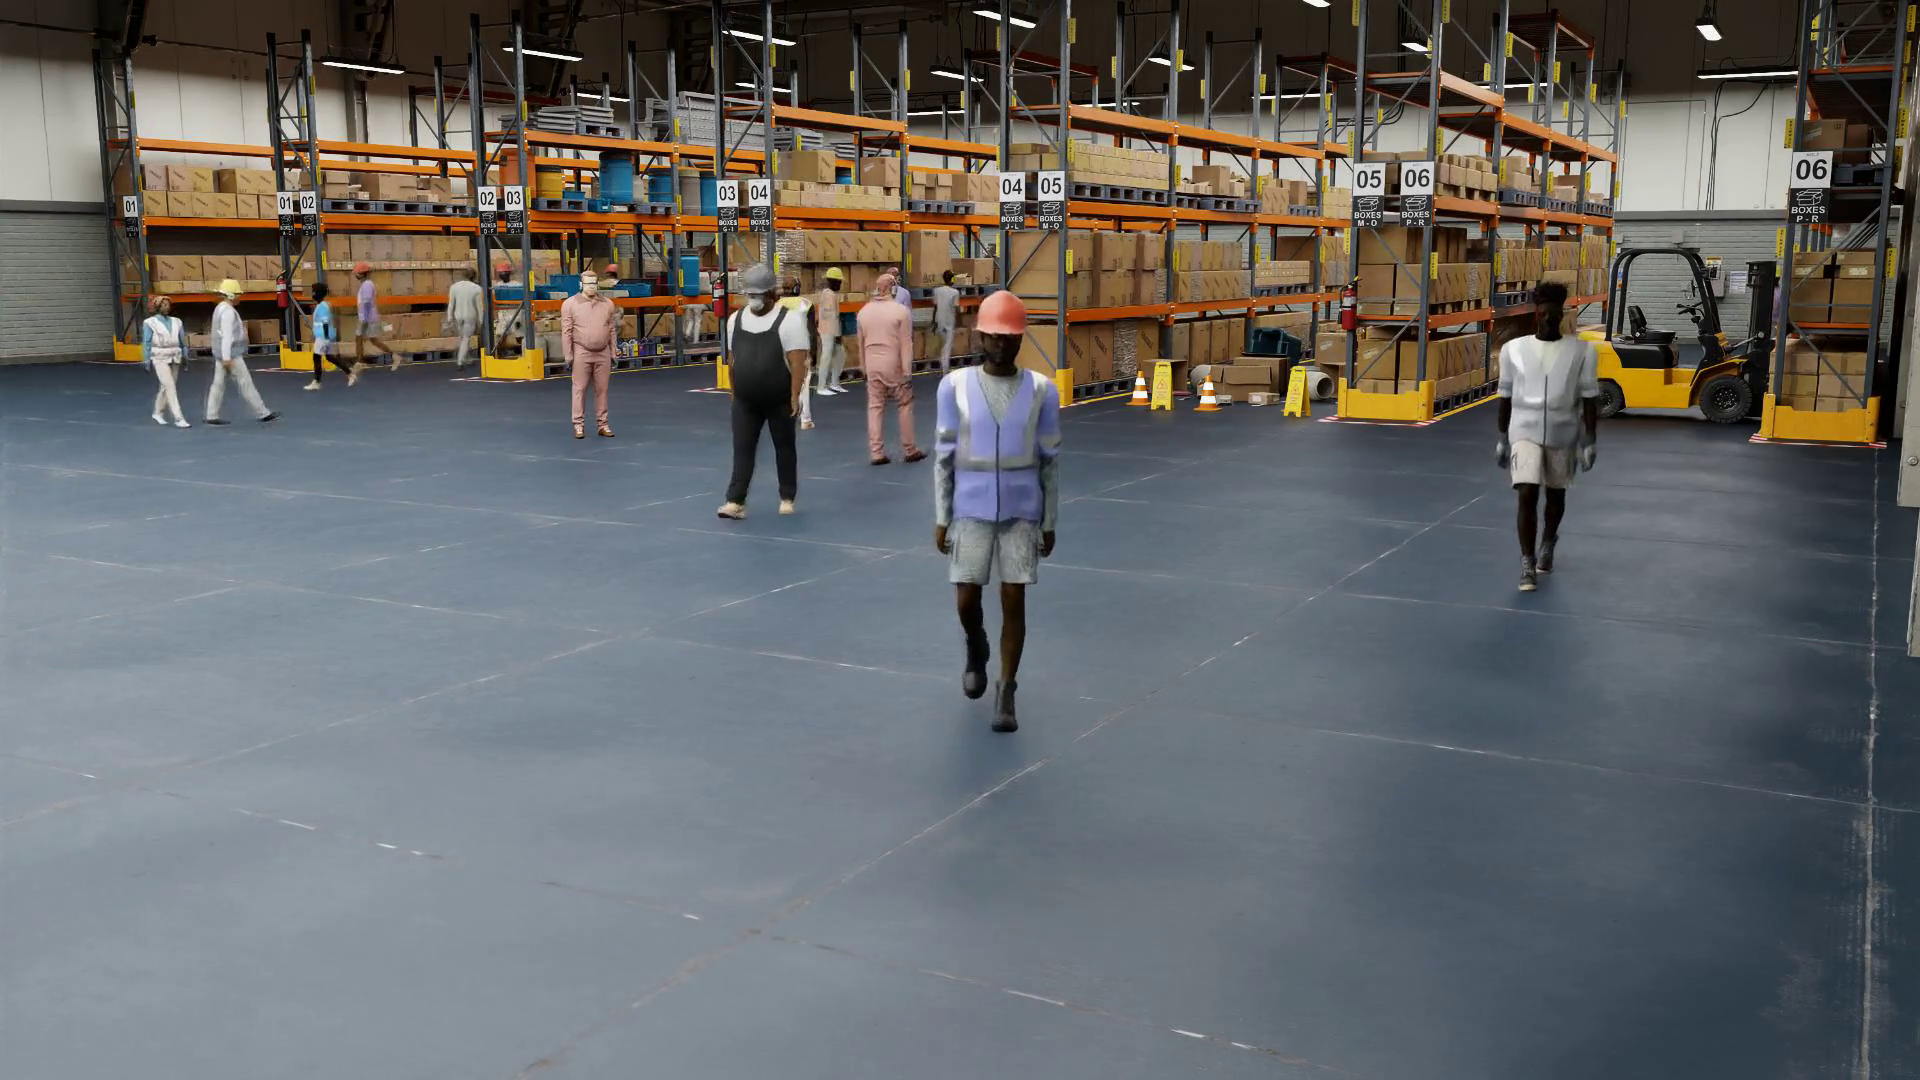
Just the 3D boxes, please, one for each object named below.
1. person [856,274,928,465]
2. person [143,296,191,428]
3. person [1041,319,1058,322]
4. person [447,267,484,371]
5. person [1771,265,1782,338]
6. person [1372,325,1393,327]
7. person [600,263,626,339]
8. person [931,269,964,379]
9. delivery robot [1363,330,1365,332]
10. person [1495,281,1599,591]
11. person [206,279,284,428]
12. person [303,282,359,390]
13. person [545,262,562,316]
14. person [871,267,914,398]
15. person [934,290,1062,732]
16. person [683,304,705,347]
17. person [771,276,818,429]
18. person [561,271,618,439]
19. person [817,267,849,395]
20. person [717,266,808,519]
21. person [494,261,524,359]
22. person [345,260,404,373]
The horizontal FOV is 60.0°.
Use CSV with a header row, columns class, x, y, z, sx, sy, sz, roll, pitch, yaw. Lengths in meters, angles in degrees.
class,x,y,z,sx,sy,sz,roll,pitch,yaw
person,-0.667,-1.704,16.644,0.678,1.884,0.738,6,11,30
person,-9.698,-2.183,20.308,0.837,1.600,0.525,5,11,29
person,1.743,-3.996,30.056,0.629,1.889,0.816,8,12,39
person,-8.992,-4.021,30.305,0.674,1.874,0.994,2,10,11
person,14.411,-3.921,29.569,0.613,1.910,0.519,5,11,26
person,8.079,-4.330,31.756,0.611,1.985,0.393,6,12,33
person,-7.262,-4.822,34.826,0.550,1.924,0.466,3,10,17
person,-0.178,-3.582,27.746,0.565,1.852,0.532,7,12,35
delivery robot,8.950,-4.684,37.732,0.707,0.478,0.477,0,10,1
person,3.731,-0.685,10.590,0.616,1.930,0.952,3,10,18
person,-8.772,-2.259,20.202,0.922,1.780,0.618,-7,12,-35
person,-9.803,-3.162,25.828,0.775,1.672,0.540,-3,10,-17
person,-9.614,-5.602,39.369,0.569,1.924,0.496,7,12,36
person,-0.959,-3.004,24.219,0.636,1.911,0.404,4,11,23
person,0.167,-0.136,7.361,0.561,1.927,0.522,0,10,0
person,-6.034,-5.308,37.797,0.602,1.870,0.446,4,11,23
person,-2.014,-2.242,19.963,0.631,1.837,0.428,1,10,6
person,-4.209,-2.112,19.001,0.651,1.904,0.403,-6,11,-32
person,-1.875,-3.103,24.816,0.624,1.906,0.611,0,10,-1
person,-1.556,-1.173,13.105,0.712,2.000,0.951,3,10,15
person,-8.059,-4.007,29.866,0.620,1.997,1.068,4,11,24
person,-10.411,-3.945,29.471,0.925,2.014,0.605,-6,11,-32
